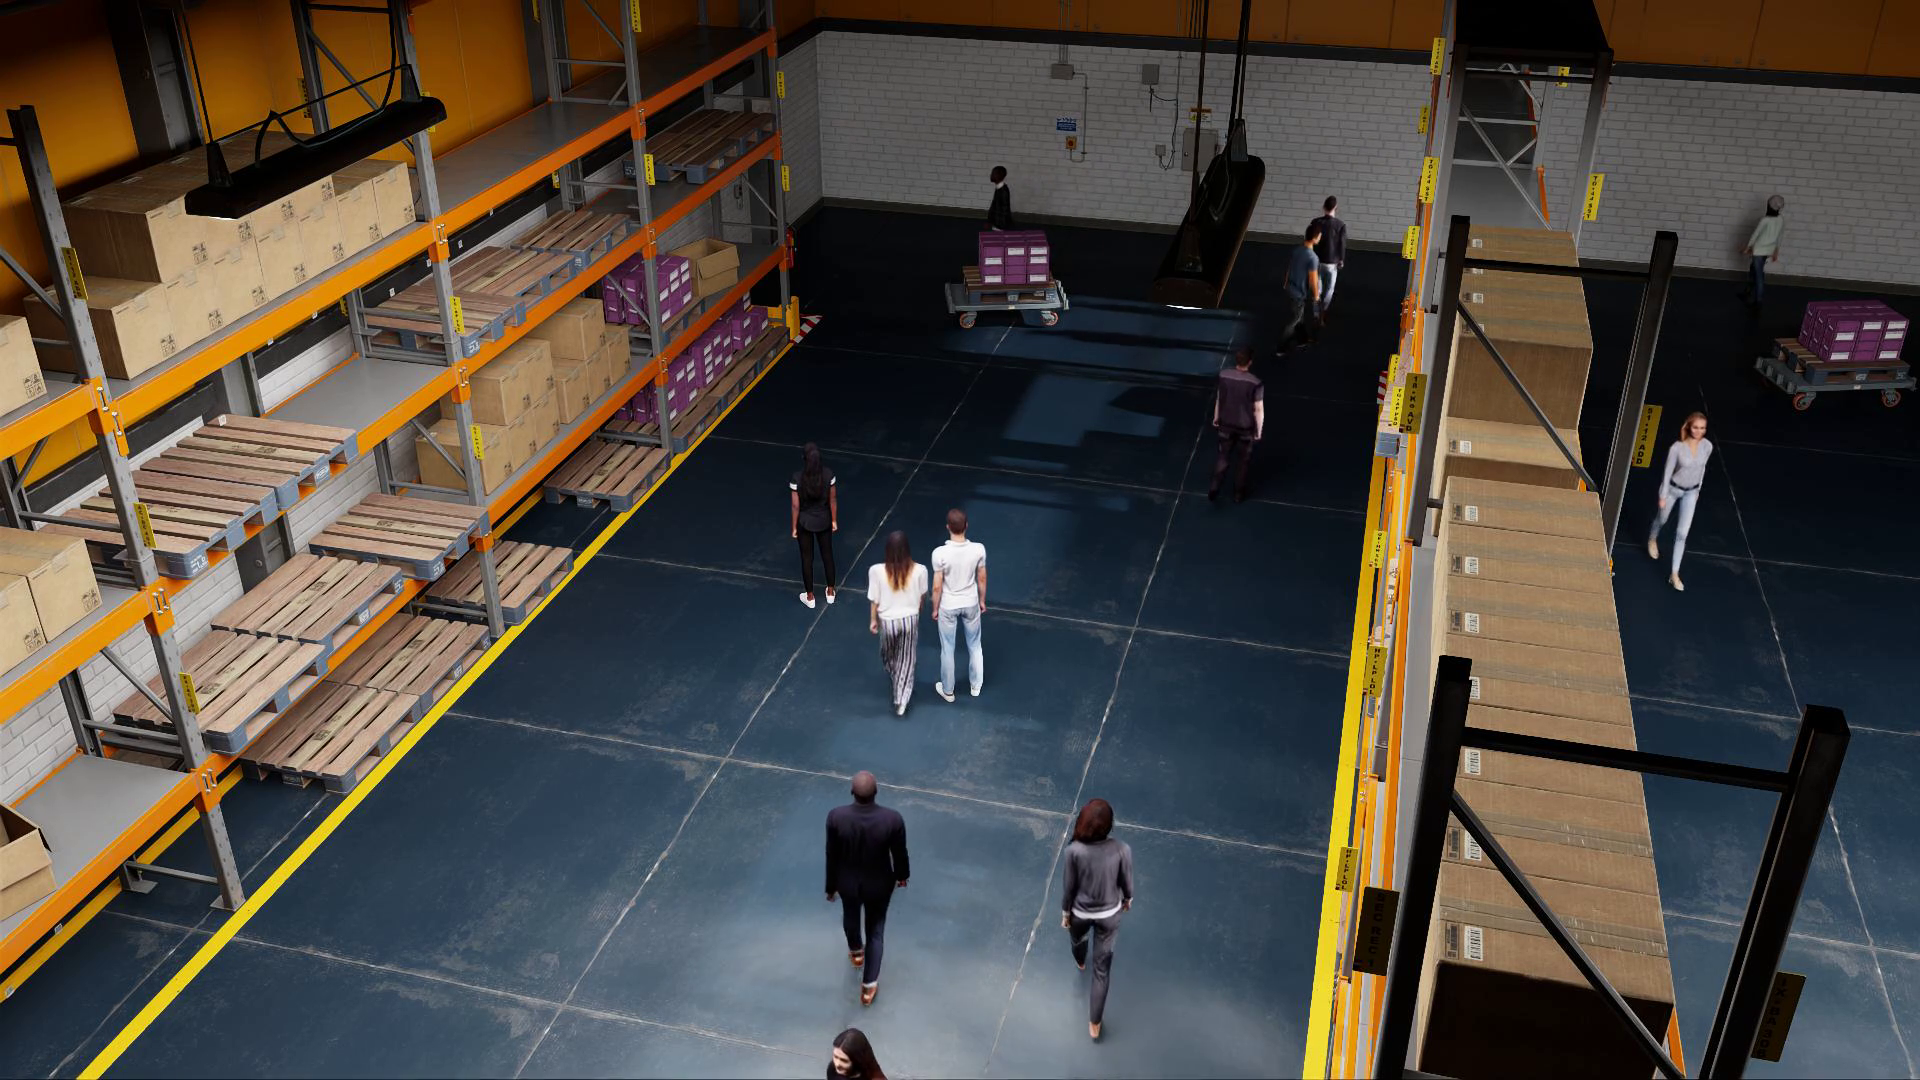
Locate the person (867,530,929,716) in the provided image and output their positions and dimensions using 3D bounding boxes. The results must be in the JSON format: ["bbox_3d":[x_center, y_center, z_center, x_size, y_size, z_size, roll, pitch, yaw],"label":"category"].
[{"bbox_3d":[-0.531,0.754,14.478,0.814,1.635,1.143,2,29,3],"label":"person"}]

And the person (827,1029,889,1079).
[{"bbox_3d":[-0.513,3.410,9.645,0.772,1.601,1.138,14,32,24],"label":"person"}]

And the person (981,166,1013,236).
[{"bbox_3d":[0.697,-4.470,23.917,0.954,1.768,1.226,1,29,1],"label":"person"}]

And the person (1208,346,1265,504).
[{"bbox_3d":[2.935,-1.193,17.842,0.889,1.834,1.003,16,33,27],"label":"person"}]

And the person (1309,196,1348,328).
[{"bbox_3d":[4.927,-3.721,22.485,0.675,1.825,0.754,9,30,16],"label":"person"}]

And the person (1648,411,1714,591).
[{"bbox_3d":[7.142,-0.473,16.618,0.812,1.742,1.261,1,29,2],"label":"person"}]

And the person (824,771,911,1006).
[{"bbox_3d":[-0.658,2.398,11.294,0.826,1.799,0.959,2,29,3],"label":"person"}]

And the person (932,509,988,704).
[{"bbox_3d":[-0.007,0.571,14.584,0.725,1.857,0.724,-8,30,-14],"label":"person"}]

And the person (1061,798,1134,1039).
[{"bbox_3d":[0.906,2.547,11.110,0.805,1.715,1.165,1,29,2],"label":"person"}]

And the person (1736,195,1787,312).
[{"bbox_3d":[11.249,-3.982,23.166,0.813,1.631,0.899,-11,31,-20],"label":"person"}]

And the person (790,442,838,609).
[{"bbox_3d":[-1.408,-0.160,16.057,0.713,1.729,0.746,-11,30,-19],"label":"person"}]

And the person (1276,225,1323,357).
[{"bbox_3d":[4.330,-3.217,21.607,1.040,1.781,1.005,-13,31,-23],"label":"person"}]
